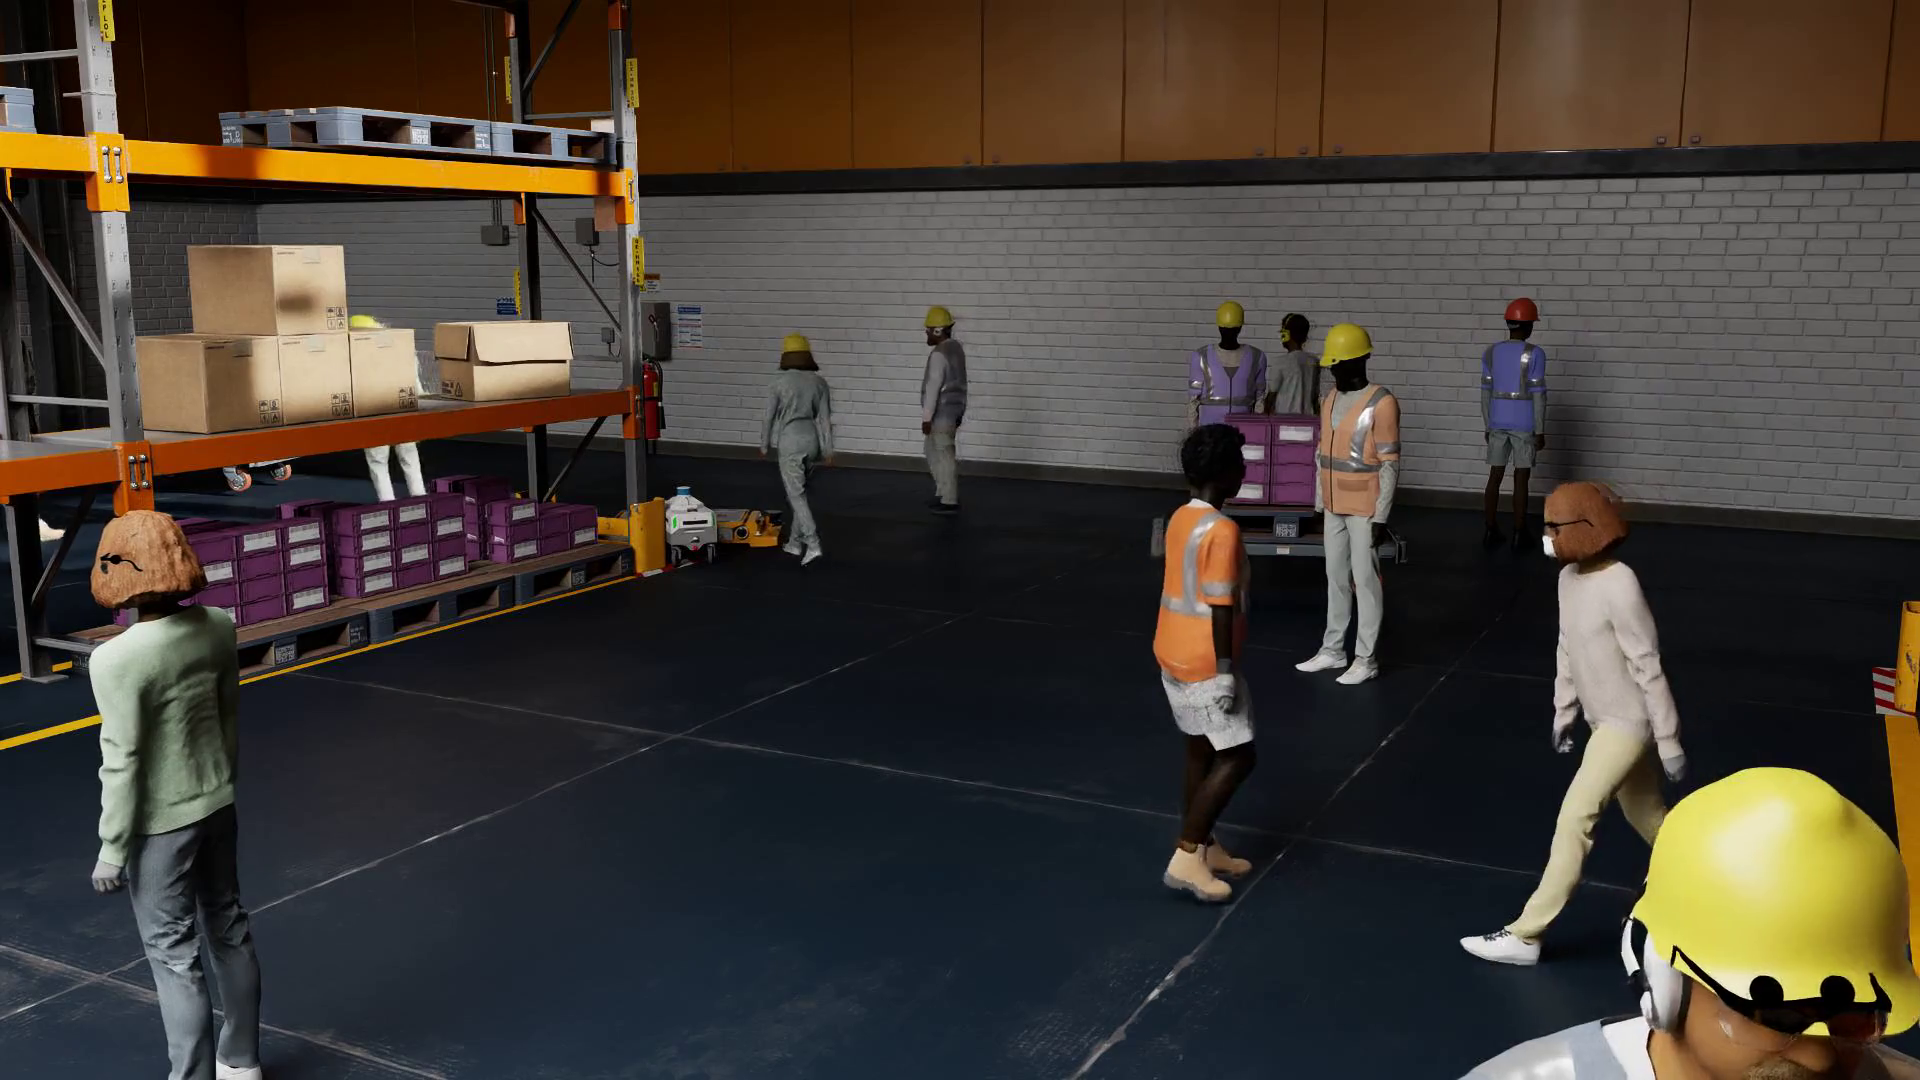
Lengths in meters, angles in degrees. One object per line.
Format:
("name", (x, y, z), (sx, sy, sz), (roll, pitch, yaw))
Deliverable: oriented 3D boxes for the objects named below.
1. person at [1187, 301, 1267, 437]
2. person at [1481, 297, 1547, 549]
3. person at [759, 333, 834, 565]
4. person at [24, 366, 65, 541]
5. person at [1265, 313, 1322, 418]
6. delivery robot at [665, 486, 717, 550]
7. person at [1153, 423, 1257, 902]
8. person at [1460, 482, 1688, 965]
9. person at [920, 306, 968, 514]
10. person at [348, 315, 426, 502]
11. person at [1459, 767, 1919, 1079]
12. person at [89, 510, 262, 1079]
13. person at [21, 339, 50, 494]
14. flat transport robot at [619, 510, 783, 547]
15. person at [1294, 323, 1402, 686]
("person", (2.007, -0.827, 12.498), (0.594, 1.922, 0.384), (0, 10, 0))
("person", (4.292, -0.897, 12.869), (0.356, 1.938, 0.543), (-8, 13, -39))
("person", (-1.168, -0.678, 12.292), (0.512, 1.694, 0.868), (-6, 11, -29))
("person", (-7.439, -0.809, 12.796), (0.634, 1.796, 0.960), (6, 12, 32))
("person", (2.552, -0.820, 12.759), (0.514, 1.829, 0.956), (-8, 13, -39))
("delivery robot", (-2.033, -0.152, 12.279), (0.477, 0.478, 0.707), (-4, 10, -22))
("person", (0.887, 0.440, 5.892), (0.388, 1.664, 0.570), (-2, 10, -9))
("person", (2.099, 0.599, 5.286), (0.884, 1.567, 0.534), (0, 10, 3))
("person", (-0.202, -1.125, 14.530), (0.517, 1.815, 0.625), (3, 10, 15))
("person", (-4.665, -0.956, 13.663), (0.729, 1.782, 0.441), (-8, 13, -40))
("person", (0.736, 1.097, 1.664), (0.594, 1.824, 0.403), (0, 10, 3))
("person", (-2.045, 0.732, 4.316), (0.282, 1.633, 0.498), (2, 10, 11))
("person", (-8.973, -1.341, 15.720), (0.623, 1.844, 0.429), (6, 11, 30))
("flat transport robot", (-2.126, -0.096, 13.047), (1.431, 0.197, 0.652), (0, 10, -2))
("person", (2.064, -0.187, 8.821), (0.396, 1.915, 0.589), (-5, 11, -25))
